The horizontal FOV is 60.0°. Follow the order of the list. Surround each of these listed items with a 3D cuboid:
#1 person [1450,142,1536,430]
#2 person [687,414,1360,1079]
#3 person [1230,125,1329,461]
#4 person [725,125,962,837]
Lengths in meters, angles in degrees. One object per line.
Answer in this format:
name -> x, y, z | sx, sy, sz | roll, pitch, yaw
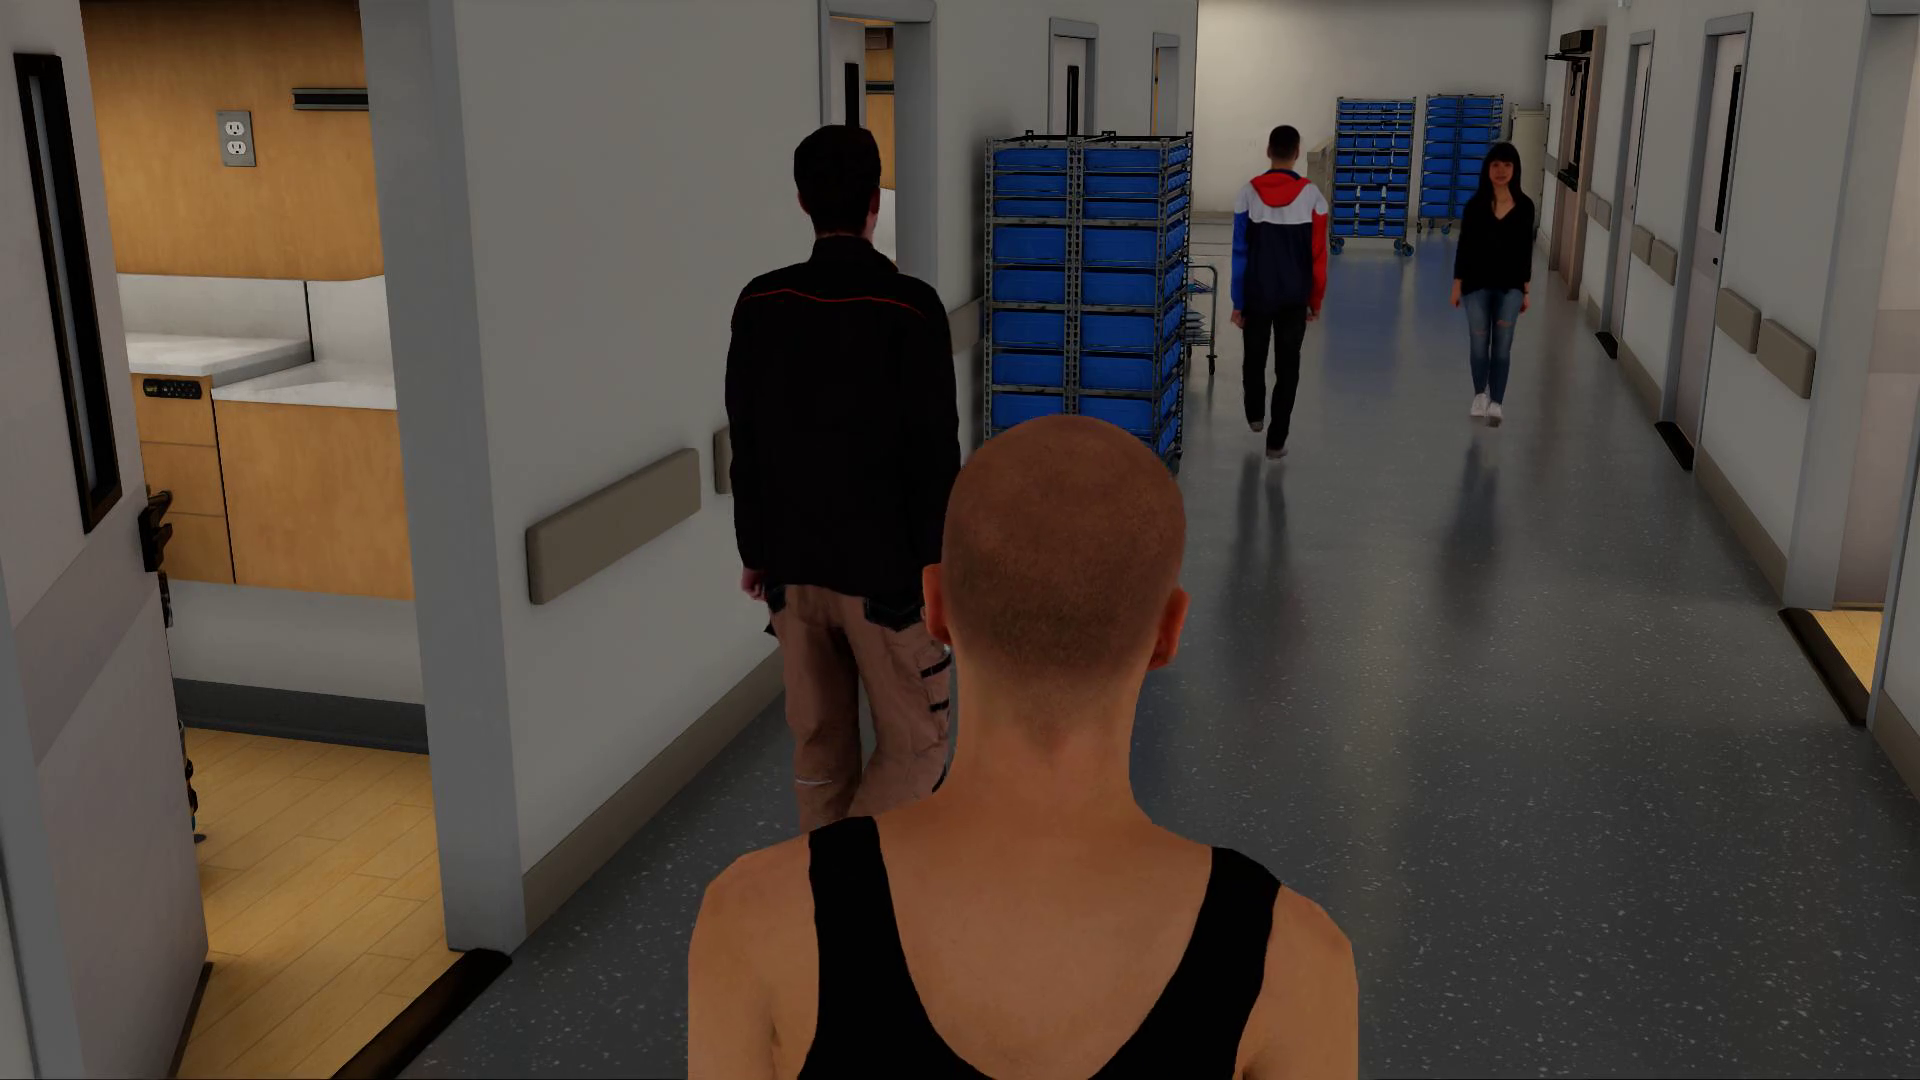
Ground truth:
person -> 3.111, -1.472, 9.720 | 0.619, 1.609, 1.027 | 5, 16, 16
person -> 0.021, 0.806, 1.265 | 0.768, 1.812, 0.699 | 0, 16, 1
person -> 1.673, -1.264, 8.795 | 0.645, 1.710, 1.121 | 4, 16, 13
person -> -0.269, 0.096, 3.594 | 0.688, 1.915, 0.854 | 4, 16, 14
